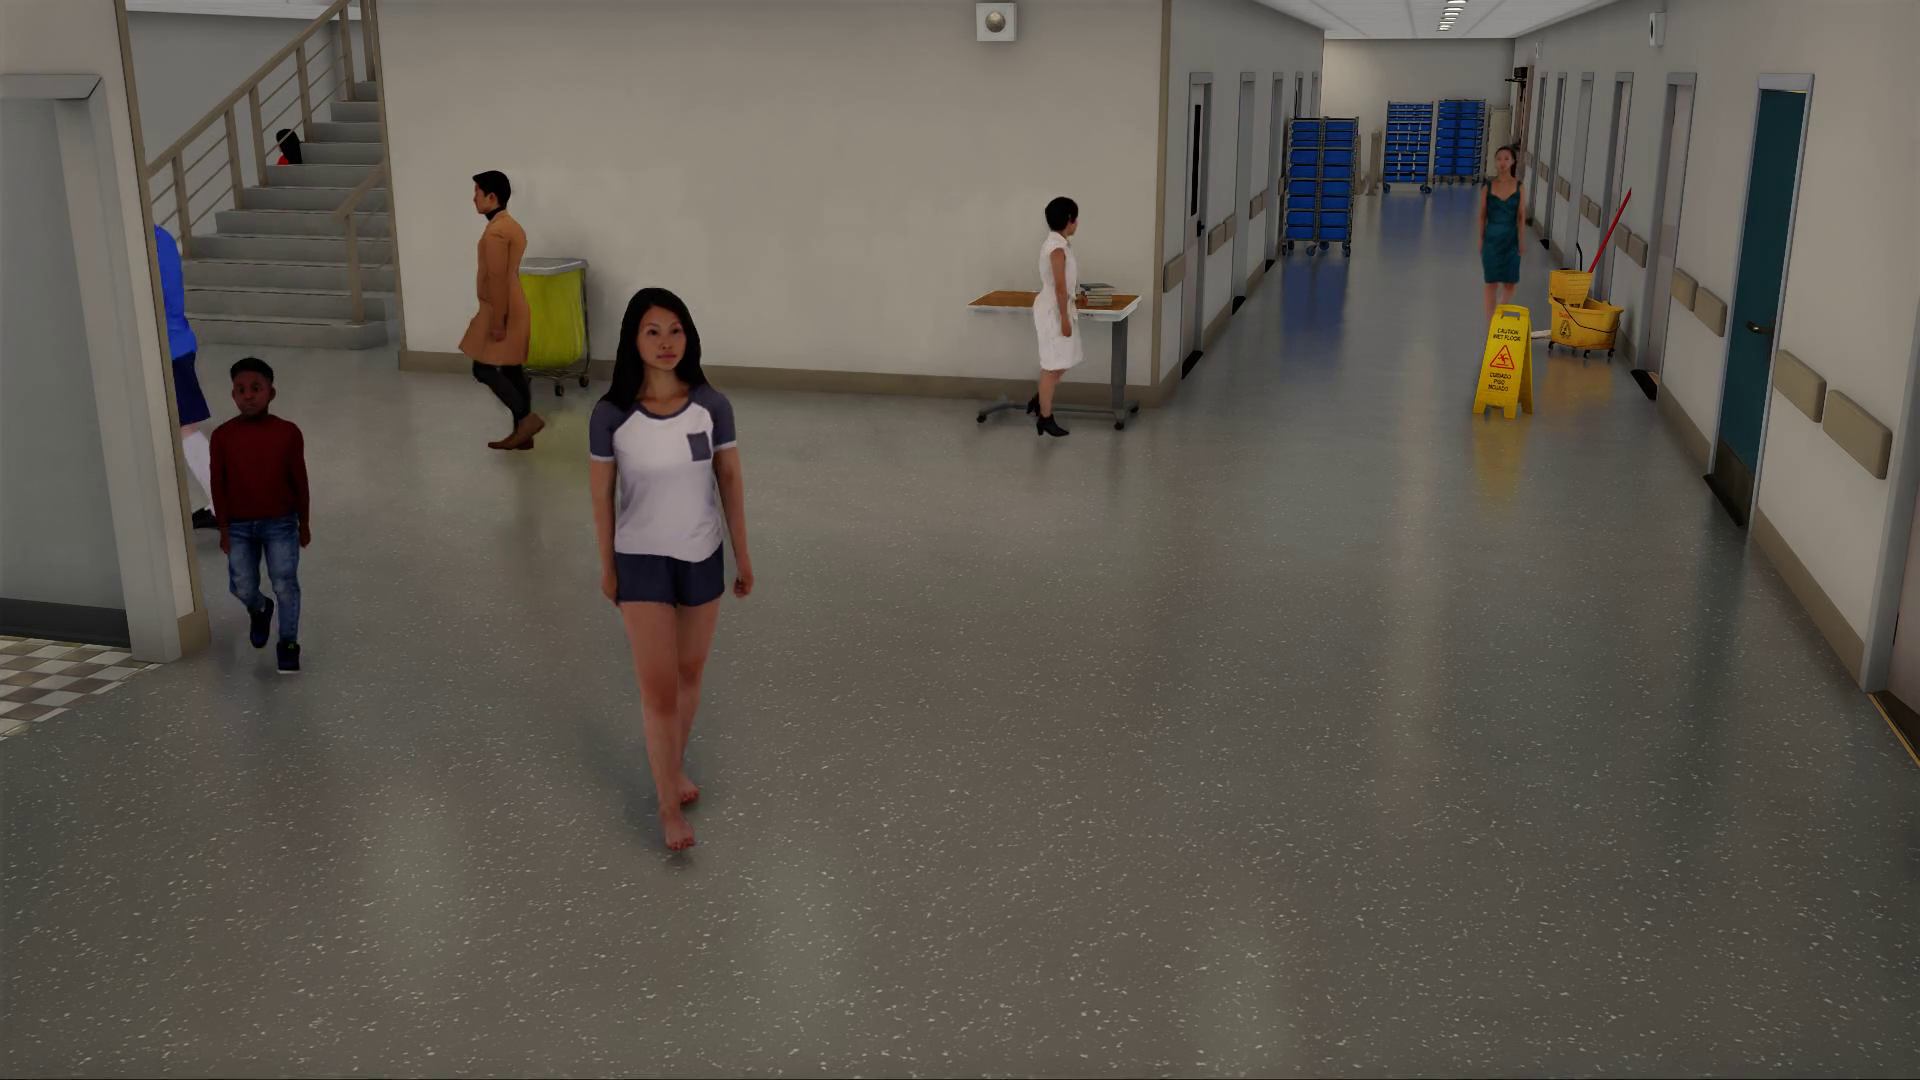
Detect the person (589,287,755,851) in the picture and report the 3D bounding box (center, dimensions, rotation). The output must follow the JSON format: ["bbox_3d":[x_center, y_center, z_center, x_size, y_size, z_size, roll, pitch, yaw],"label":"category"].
[{"bbox_3d":[-0.927,0.051,5.251,0.904,1.682,0.980,-8,18,-27],"label":"person"}]

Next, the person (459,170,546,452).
[{"bbox_3d":[-2.721,-1.390,10.220,0.832,1.718,0.749,0,16,-1],"label":"person"}]

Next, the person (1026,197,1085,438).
[{"bbox_3d":[0.543,-1.443,10.821,0.733,1.536,0.617,1,16,4],"label":"person"}]

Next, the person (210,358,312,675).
[{"bbox_3d":[-2.771,-0.104,6.600,0.694,1.248,0.795,-5,16,-17],"label":"person"}]

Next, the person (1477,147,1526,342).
[{"bbox_3d":[4.789,-2.600,14.689,0.592,1.664,0.925,5,17,18],"label":"person"}]

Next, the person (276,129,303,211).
[{"bbox_3d":[-6.912,-3.386,17.319,0.700,1.749,0.578,2,16,7],"label":"person"}]
